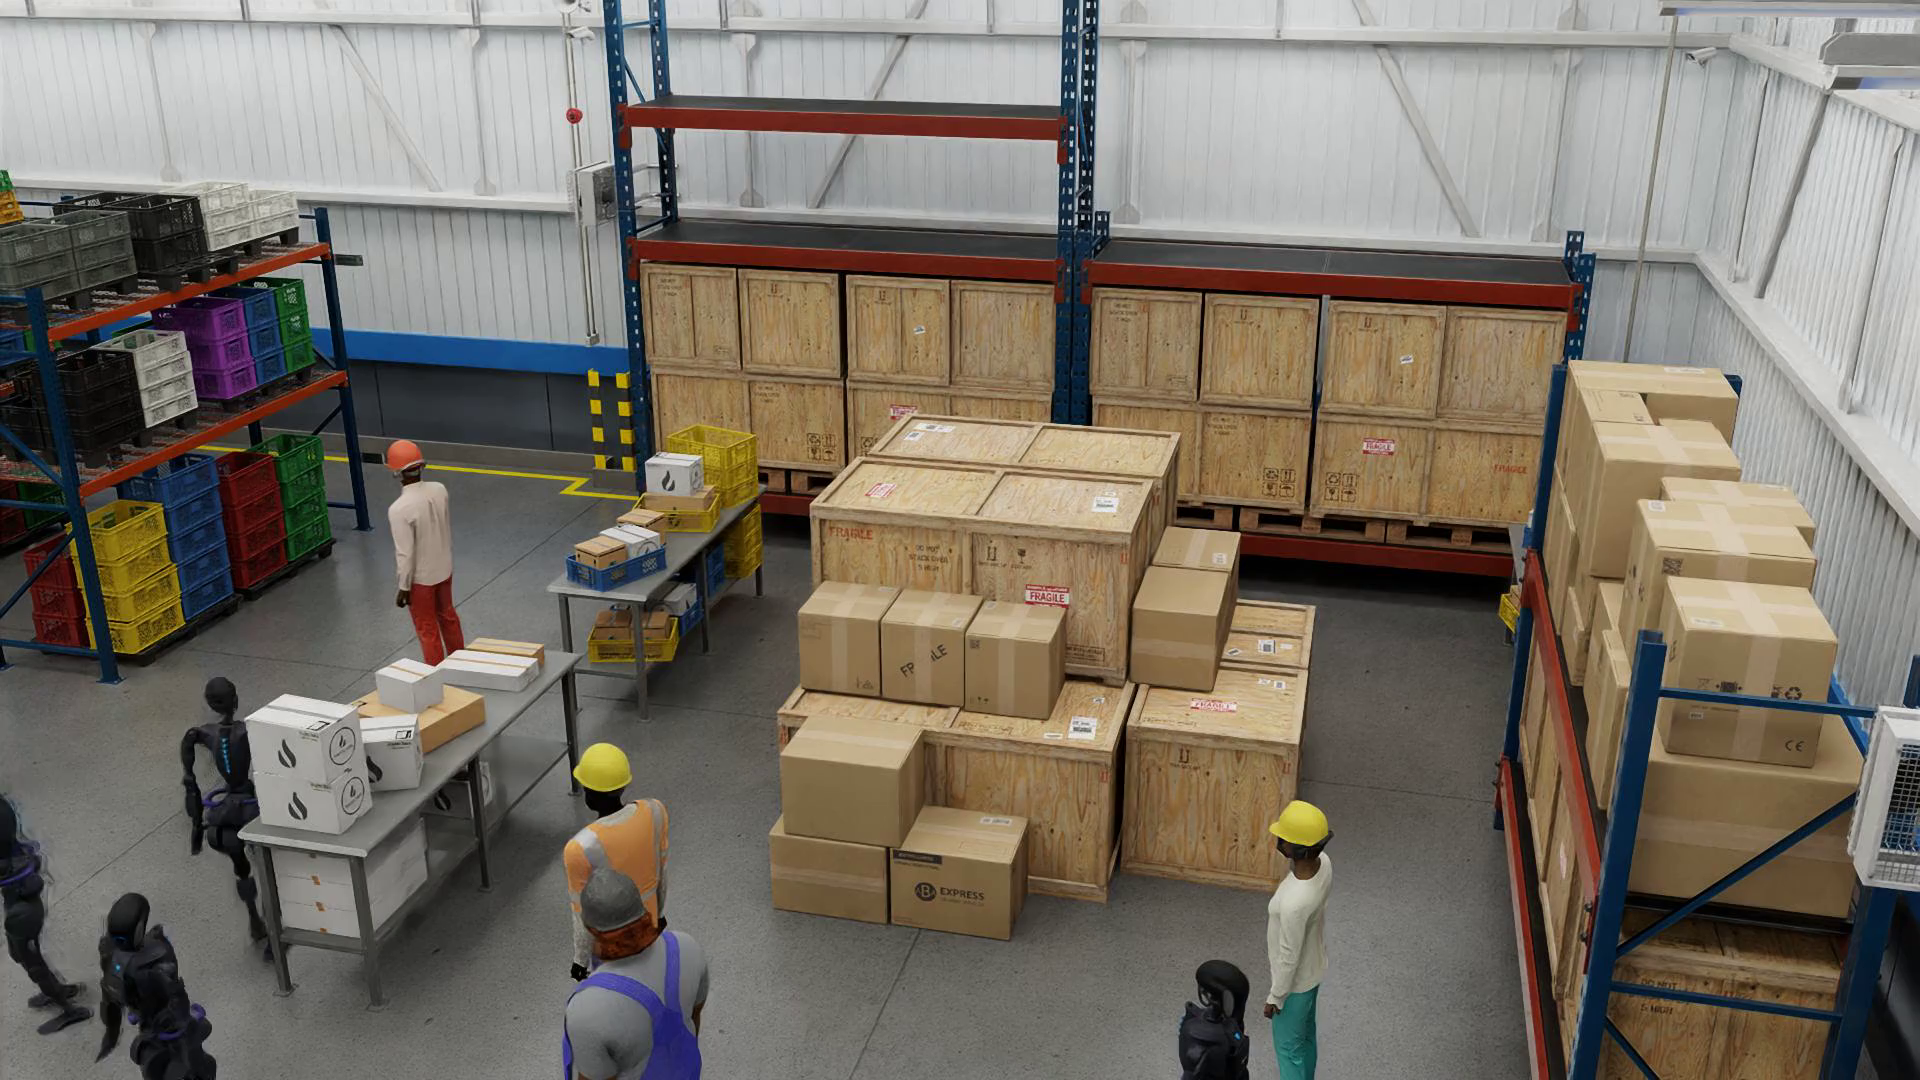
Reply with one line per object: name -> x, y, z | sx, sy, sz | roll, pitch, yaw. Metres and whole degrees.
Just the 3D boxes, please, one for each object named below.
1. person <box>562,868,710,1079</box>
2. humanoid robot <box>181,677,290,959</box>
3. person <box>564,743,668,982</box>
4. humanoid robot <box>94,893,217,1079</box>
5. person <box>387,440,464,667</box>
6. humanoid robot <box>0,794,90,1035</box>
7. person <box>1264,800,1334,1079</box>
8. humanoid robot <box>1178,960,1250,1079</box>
person -> -1.350, 2.220, 6.758 | 0.536, 2.000, 0.672 | 13, 25, 31
humanoid robot -> -3.877, 1.494, 9.155 | 0.645, 1.642, 0.479 | -1, 21, -3
person -> -1.620, 1.837, 7.914 | 0.361, 1.930, 0.586 | 14, 25, 33
humanoid robot -> -3.503, 2.214, 7.286 | 0.682, 1.644, 0.368 | 12, 24, 28
person -> -3.876, 0.241, 12.005 | 0.388, 1.991, 0.610 | 6, 22, 16
humanoid robot -> -4.807, 1.795, 8.412 | 0.500, 1.630, 0.620 | -11, 24, -27
person -> 1.537, 2.001, 7.711 | 0.307, 1.768, 0.524 | 10, 23, 24
humanoid robot -> 1.004, 2.413, 6.756 | 0.318, 1.653, 0.580 | 12, 24, 29
